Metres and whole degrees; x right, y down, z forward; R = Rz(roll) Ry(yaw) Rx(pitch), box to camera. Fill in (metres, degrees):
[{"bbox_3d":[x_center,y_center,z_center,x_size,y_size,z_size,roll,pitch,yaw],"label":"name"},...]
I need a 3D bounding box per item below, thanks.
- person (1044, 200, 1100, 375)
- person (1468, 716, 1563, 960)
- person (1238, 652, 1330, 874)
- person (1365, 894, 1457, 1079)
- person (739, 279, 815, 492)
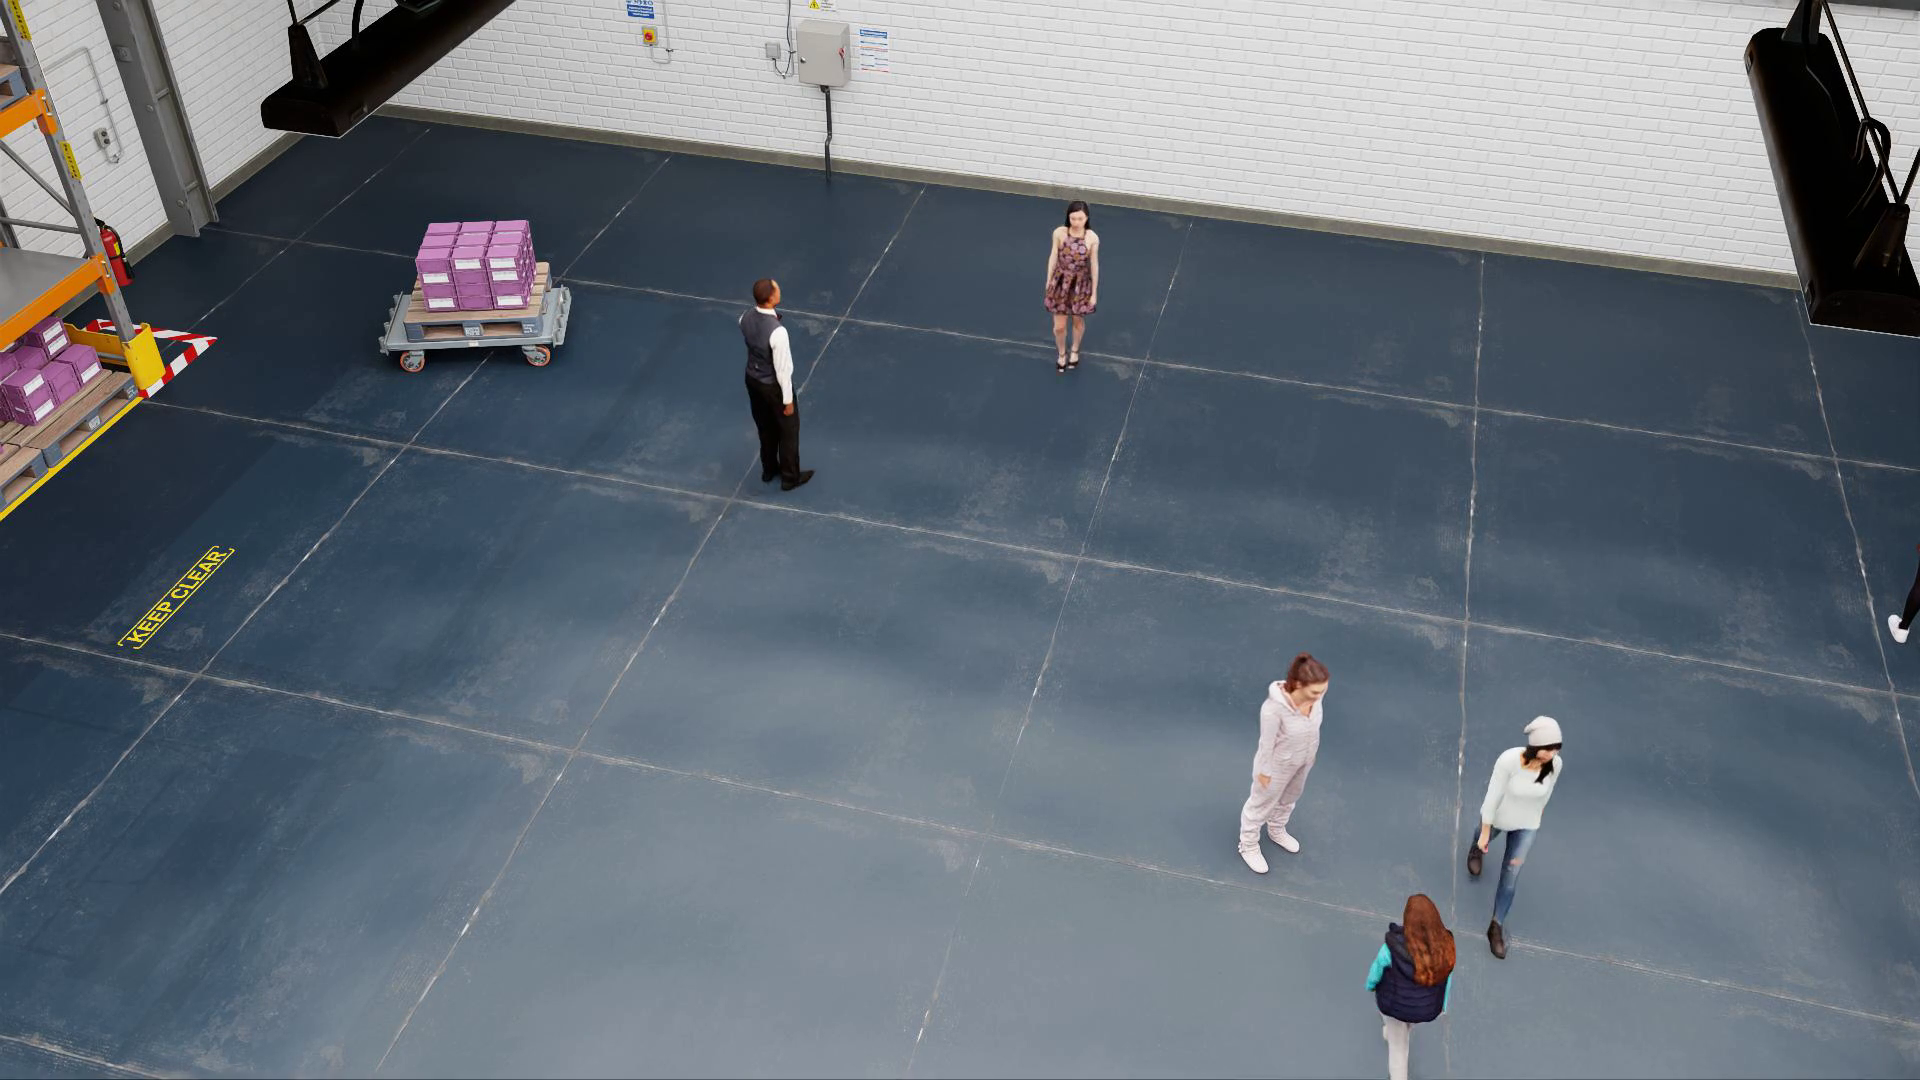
[{"bbox_3d":[1.016,-2.284,14.862,0.656,1.753,0.726,6,39,8],"label":"person"},{"bbox_3d":[3.306,1.630,10.086,0.697,1.597,1.185,4,39,5],"label":"person"},{"bbox_3d":[2.013,1.343,10.372,0.715,1.688,0.786,-22,44,-25],"label":"person"},{"bbox_3d":[2.446,2.561,9.024,0.743,1.468,0.978,0,39,0],"label":"person"},{"bbox_3d":[-1.579,-1.246,13.435,0.844,1.912,0.852,30,47,32],"label":"person"}]
